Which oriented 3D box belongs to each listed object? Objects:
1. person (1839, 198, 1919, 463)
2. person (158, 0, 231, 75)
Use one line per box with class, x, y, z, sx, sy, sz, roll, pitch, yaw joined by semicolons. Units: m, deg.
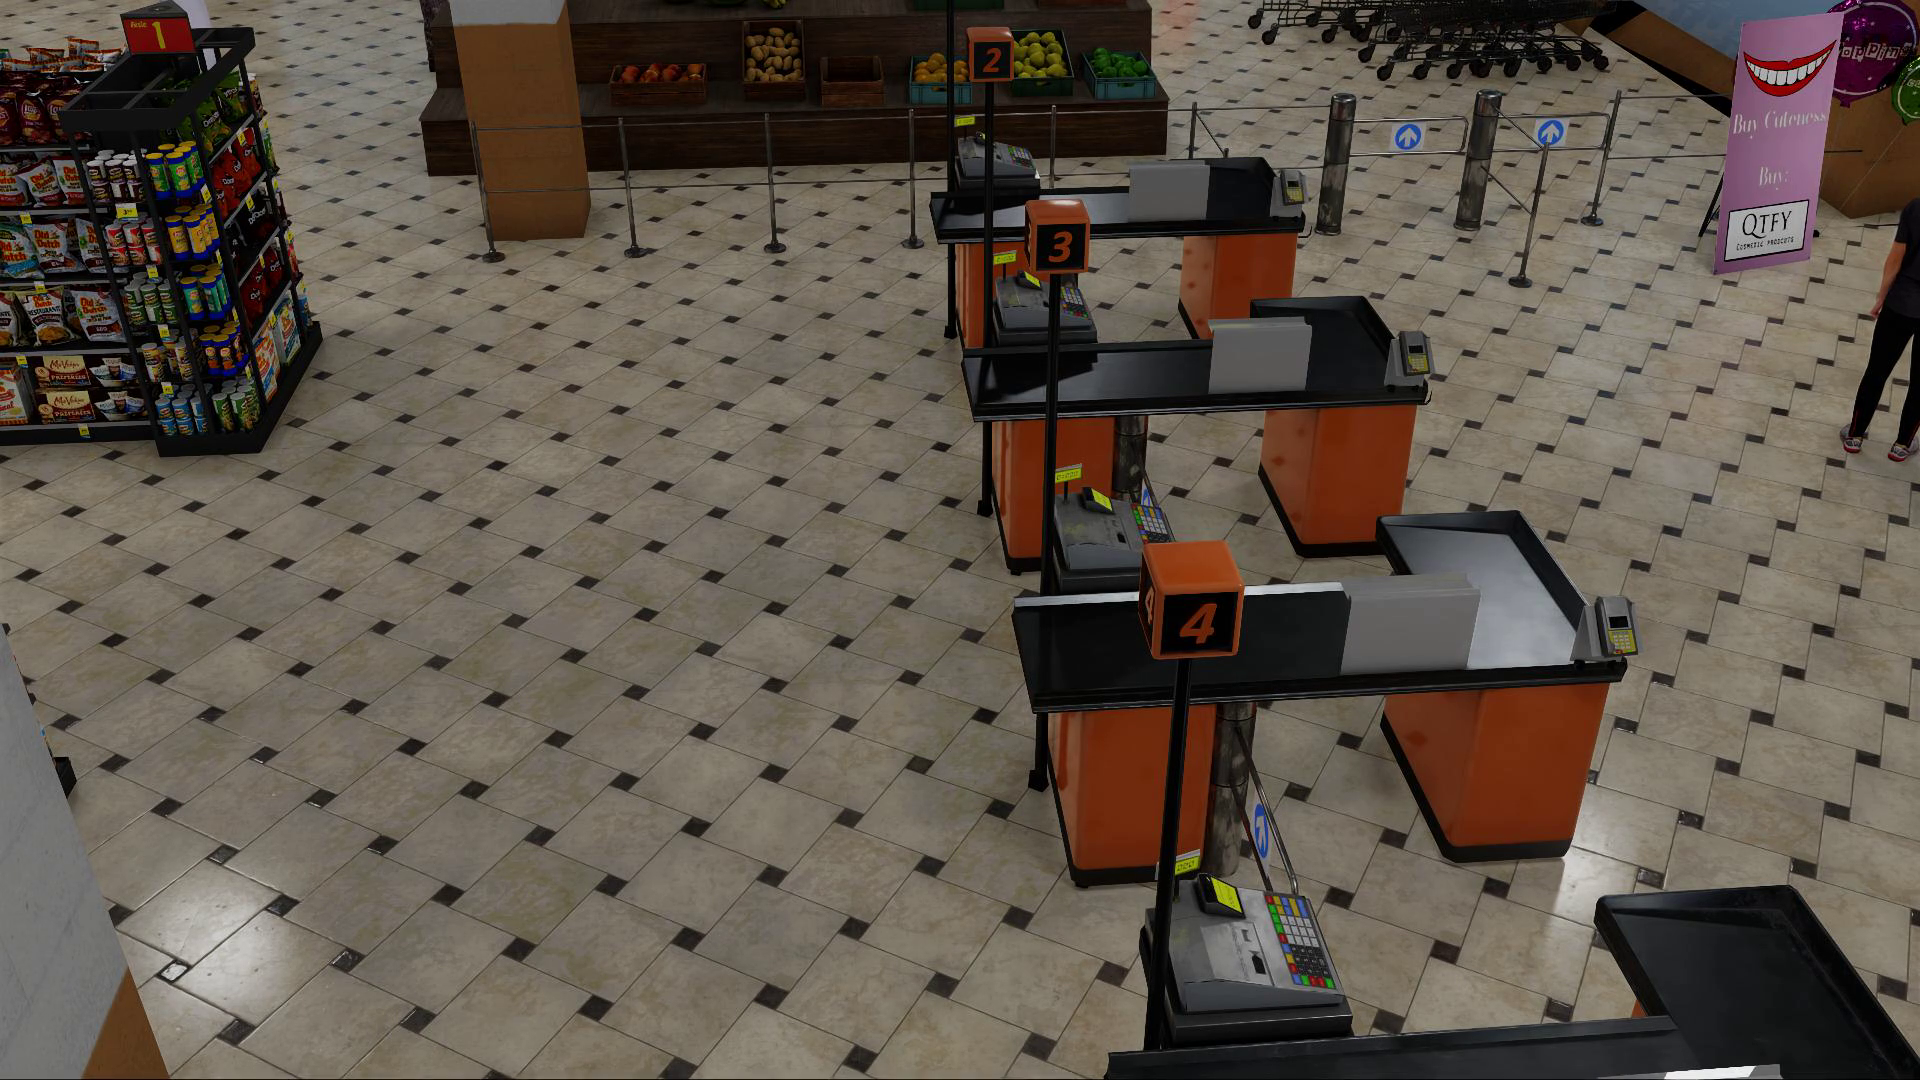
person;5.212;-1.263;9.020;0.680;1.765;0.779;17;36;25
person;-7.165;-5.210;15.210;0.842;1.927;0.801;-27;41;-36
